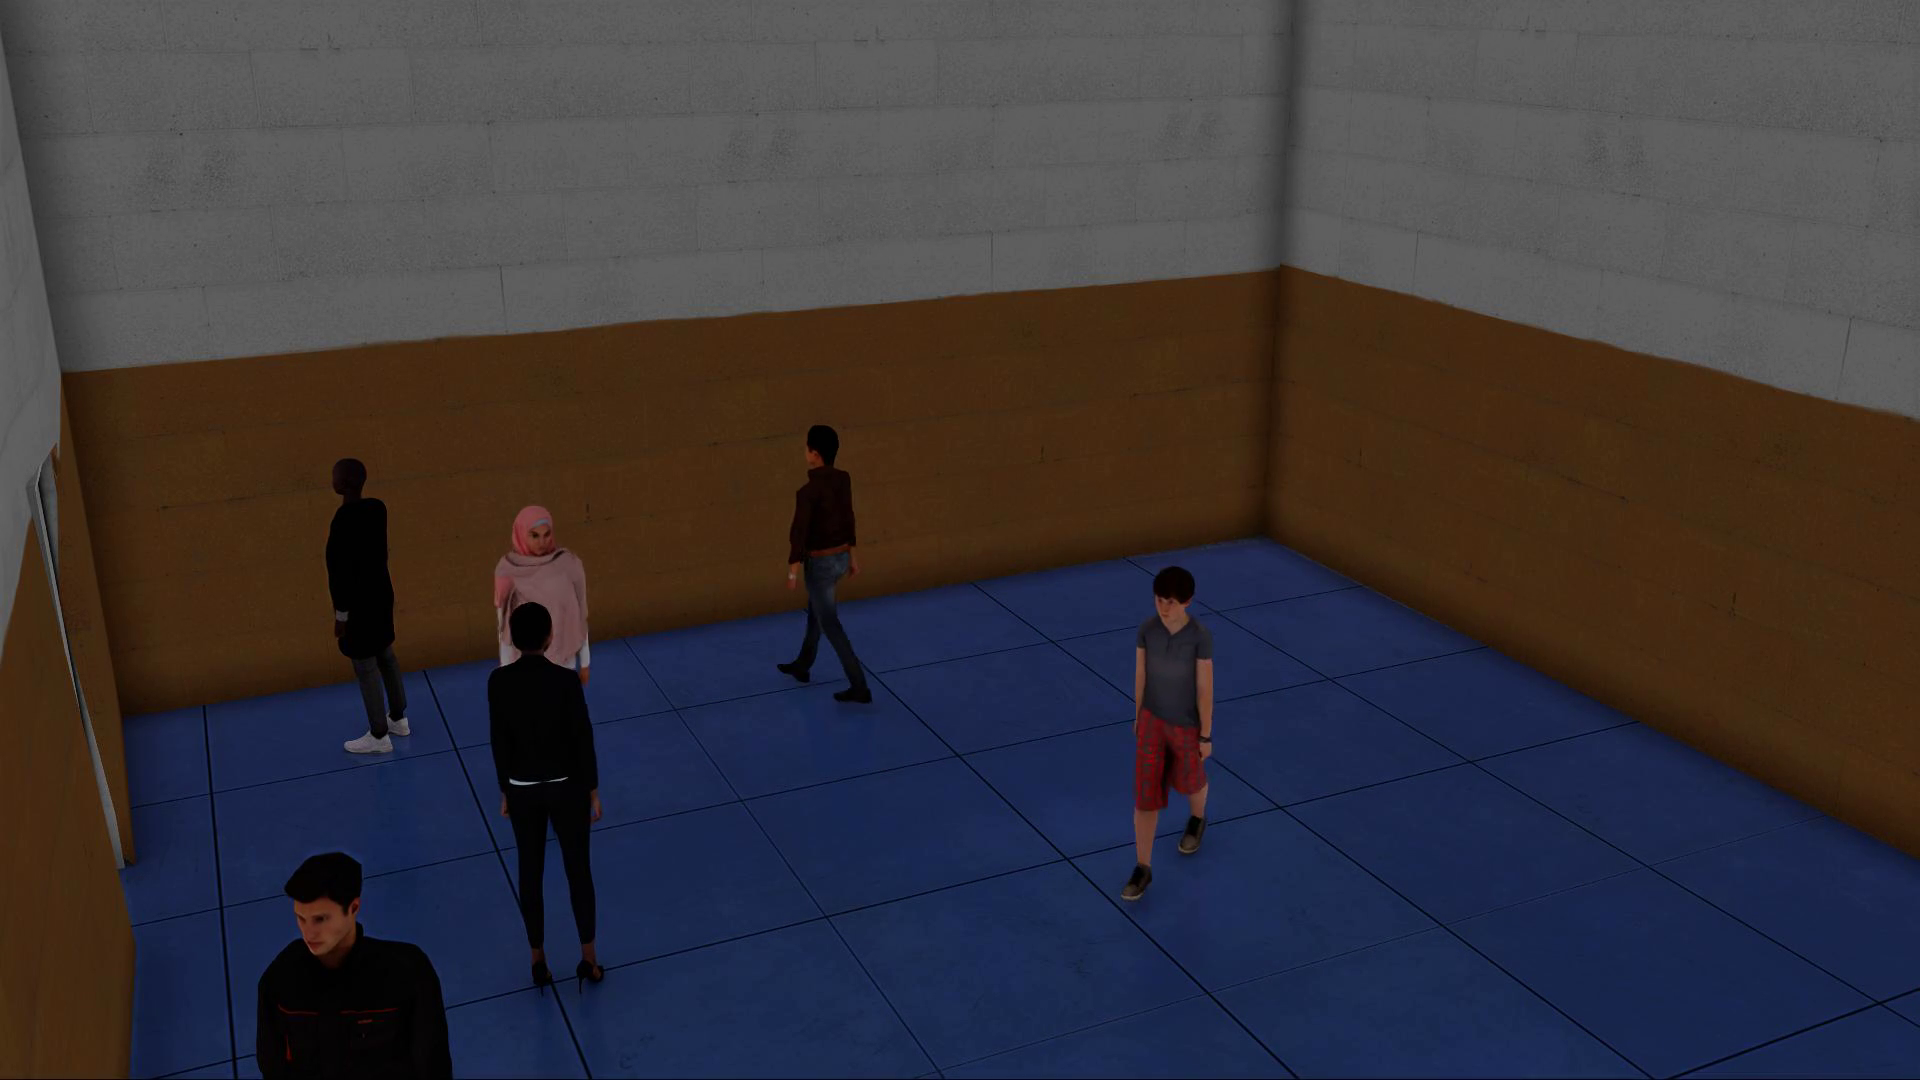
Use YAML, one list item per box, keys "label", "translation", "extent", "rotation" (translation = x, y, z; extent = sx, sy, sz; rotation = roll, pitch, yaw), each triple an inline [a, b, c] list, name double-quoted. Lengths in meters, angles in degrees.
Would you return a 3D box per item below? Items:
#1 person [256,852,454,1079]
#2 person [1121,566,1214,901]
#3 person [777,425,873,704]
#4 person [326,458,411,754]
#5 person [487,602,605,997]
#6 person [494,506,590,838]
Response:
- label: "person"
  translation: [-1.823, 1.811, 5.106]
  extent: [0.709, 1.944, 0.853]
  rotation: [0, 19, 1]
- label: "person"
  translation: [1.101, 0.905, 8.290]
  extent: [1.035, 1.614, 1.177]
  rotation: [10, 21, 26]
- label: "person"
  translation: [-0.772, 0.190, 10.233]
  extent: [1.085, 1.741, 1.118]
  rotation: [12, 22, 31]
- label: "person"
  translation: [-3.446, 0.372, 9.662]
  extent: [0.754, 1.762, 0.728]
  rotation: [4, 19, 11]
- label: "person"
  translation: [-1.800, 1.141, 7.266]
  extent: [0.612, 1.835, 0.736]
  rotation: [1, 19, 3]
- label: "person"
  translation: [-2.229, 0.657, 8.790]
  extent: [0.936, 1.778, 0.687]
  rotation: [-7, 20, -20]
